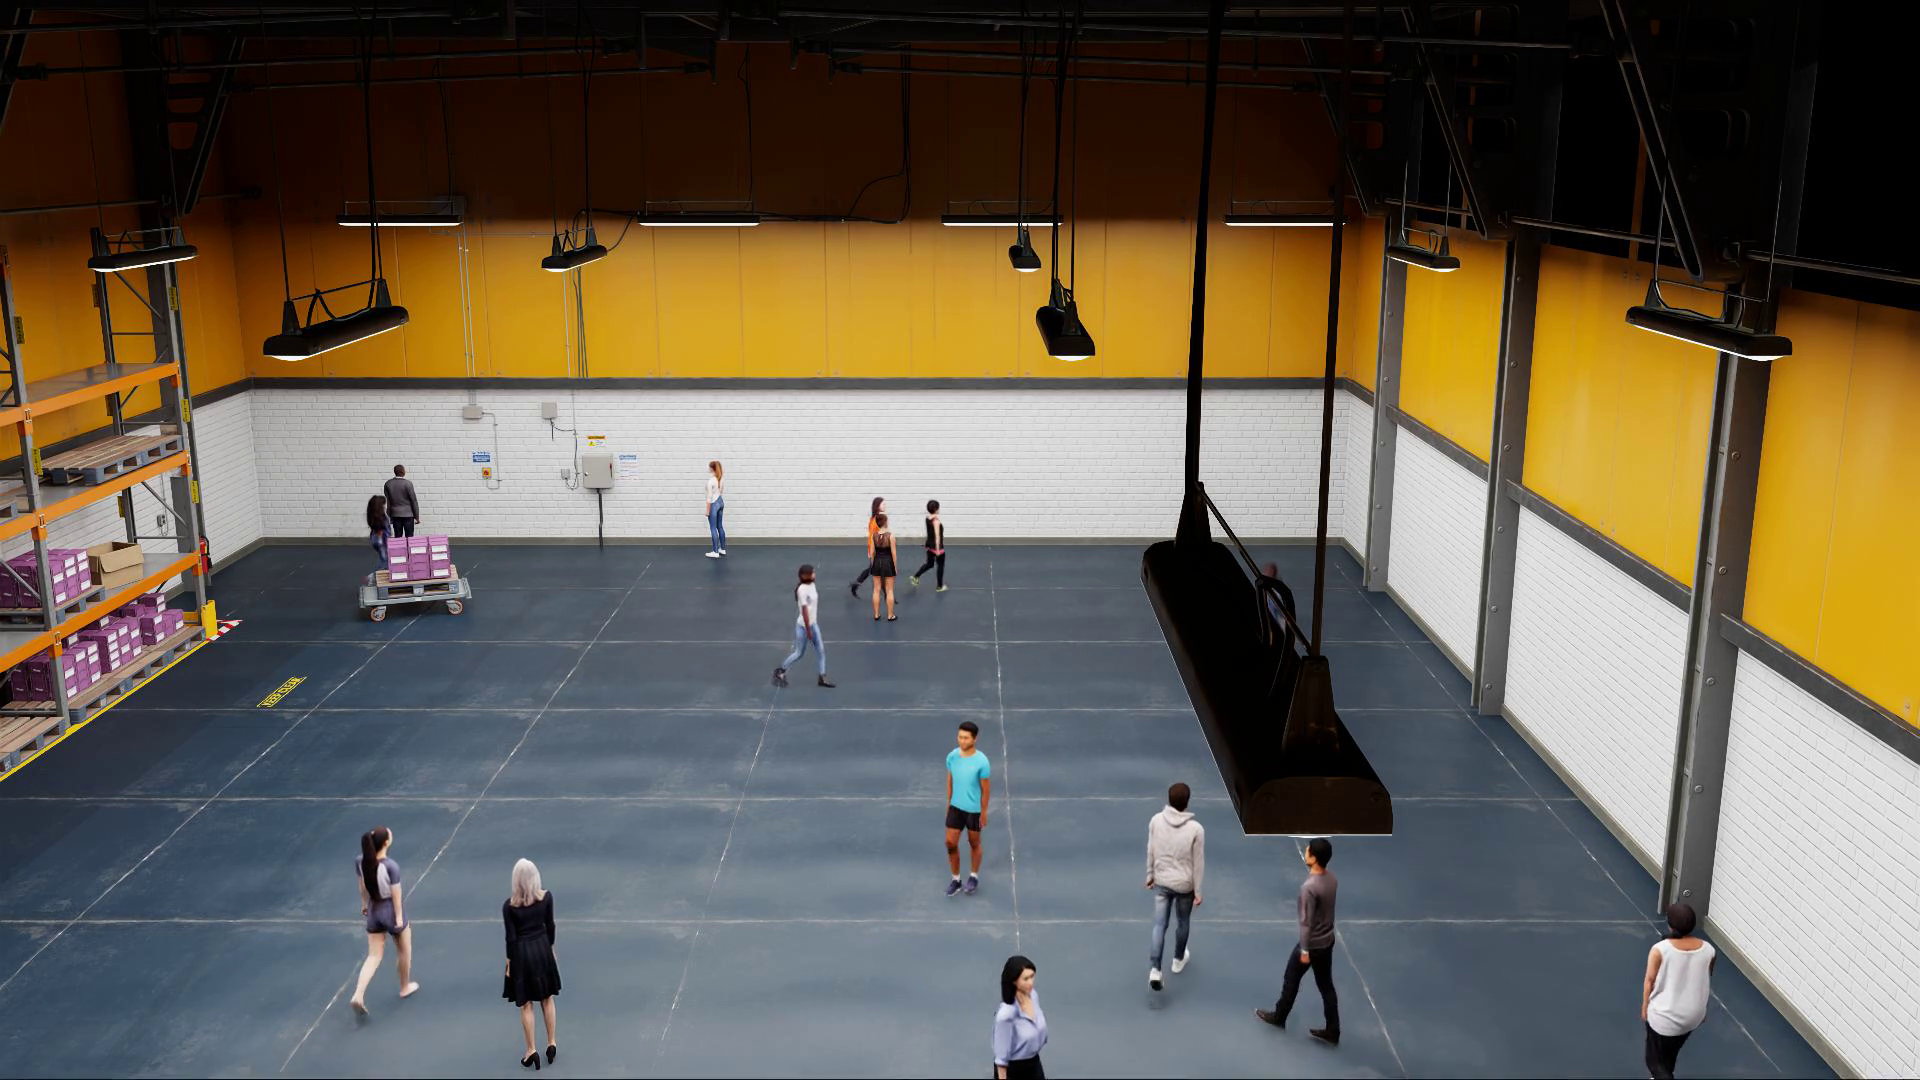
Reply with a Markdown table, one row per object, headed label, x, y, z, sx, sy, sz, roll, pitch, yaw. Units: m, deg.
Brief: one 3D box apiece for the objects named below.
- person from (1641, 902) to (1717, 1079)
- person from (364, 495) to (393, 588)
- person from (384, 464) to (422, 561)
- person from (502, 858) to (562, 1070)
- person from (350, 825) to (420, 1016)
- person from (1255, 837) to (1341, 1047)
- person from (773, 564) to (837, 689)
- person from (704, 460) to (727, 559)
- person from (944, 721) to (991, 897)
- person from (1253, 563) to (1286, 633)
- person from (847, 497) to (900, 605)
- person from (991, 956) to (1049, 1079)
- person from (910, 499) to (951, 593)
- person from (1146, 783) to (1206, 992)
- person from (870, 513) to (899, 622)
| label | x | y | z | sx | sy | sz | roll | pitch | yaw |
| --- | --- | --- | --- | --- | --- | --- | --- | --- | --- |
| person | 5.379 | 3.549 | 12.515 | 0.673 | 1.668 | 0.927 | -1 | 14 | -2 |
| person | -9.429 | 0.079 | 26.970 | 0.875 | 1.607 | 1.005 | 7 | 15 | 28 |
| person | -9.570 | -0.404 | 28.520 | 0.747 | 1.817 | 0.602 | 1 | 14 | 6 |
| person | -3.404 | 3.345 | 13.188 | 0.704 | 1.746 | 0.744 | -10 | 17 | -36 |
| person | -4.901 | 3.210 | 14.007 | 0.803 | 1.623 | 1.031 | 5 | 14 | 20 |
| person | 2.950 | 3.281 | 13.460 | 1.021 | 1.744 | 1.061 | -9 | 16 | -33 |
| person | -2.124 | 1.177 | 22.263 | 0.912 | 1.689 | 1.112 | 5 | 14 | 19 |
| person | -4.315 | -0.563 | 29.383 | 0.746 | 1.721 | 0.618 | 6 | 15 | 24 |
| person | 0.114 | 2.594 | 16.259 | 0.797 | 1.762 | 0.860 | 6 | 15 | 25 |
| person | 4.057 | 1.198 | 21.950 | 0.730 | 1.796 | 0.814 | 2 | 14 | 9 |
| person | -1.384 | 0.175 | 26.343 | 0.920 | 1.717 | 1.143 | 4 | 14 | 16 |
| person | 0.327 | 3.722 | 11.709 | 1.166 | 1.710 | 1.159 | 11 | 18 | 39 |
| person | -0.482 | 0.113 | 26.989 | 0.873 | 1.534 | 0.920 | -8 | 16 | -29 |
| person | 1.816 | 3.015 | 14.388 | 0.943 | 1.824 | 1.267 | 5 | 14 | 19 |
| person | -1.177 | 0.408 | 25.468 | 0.639 | 1.677 | 0.638 | 4 | 14 | 15 |
